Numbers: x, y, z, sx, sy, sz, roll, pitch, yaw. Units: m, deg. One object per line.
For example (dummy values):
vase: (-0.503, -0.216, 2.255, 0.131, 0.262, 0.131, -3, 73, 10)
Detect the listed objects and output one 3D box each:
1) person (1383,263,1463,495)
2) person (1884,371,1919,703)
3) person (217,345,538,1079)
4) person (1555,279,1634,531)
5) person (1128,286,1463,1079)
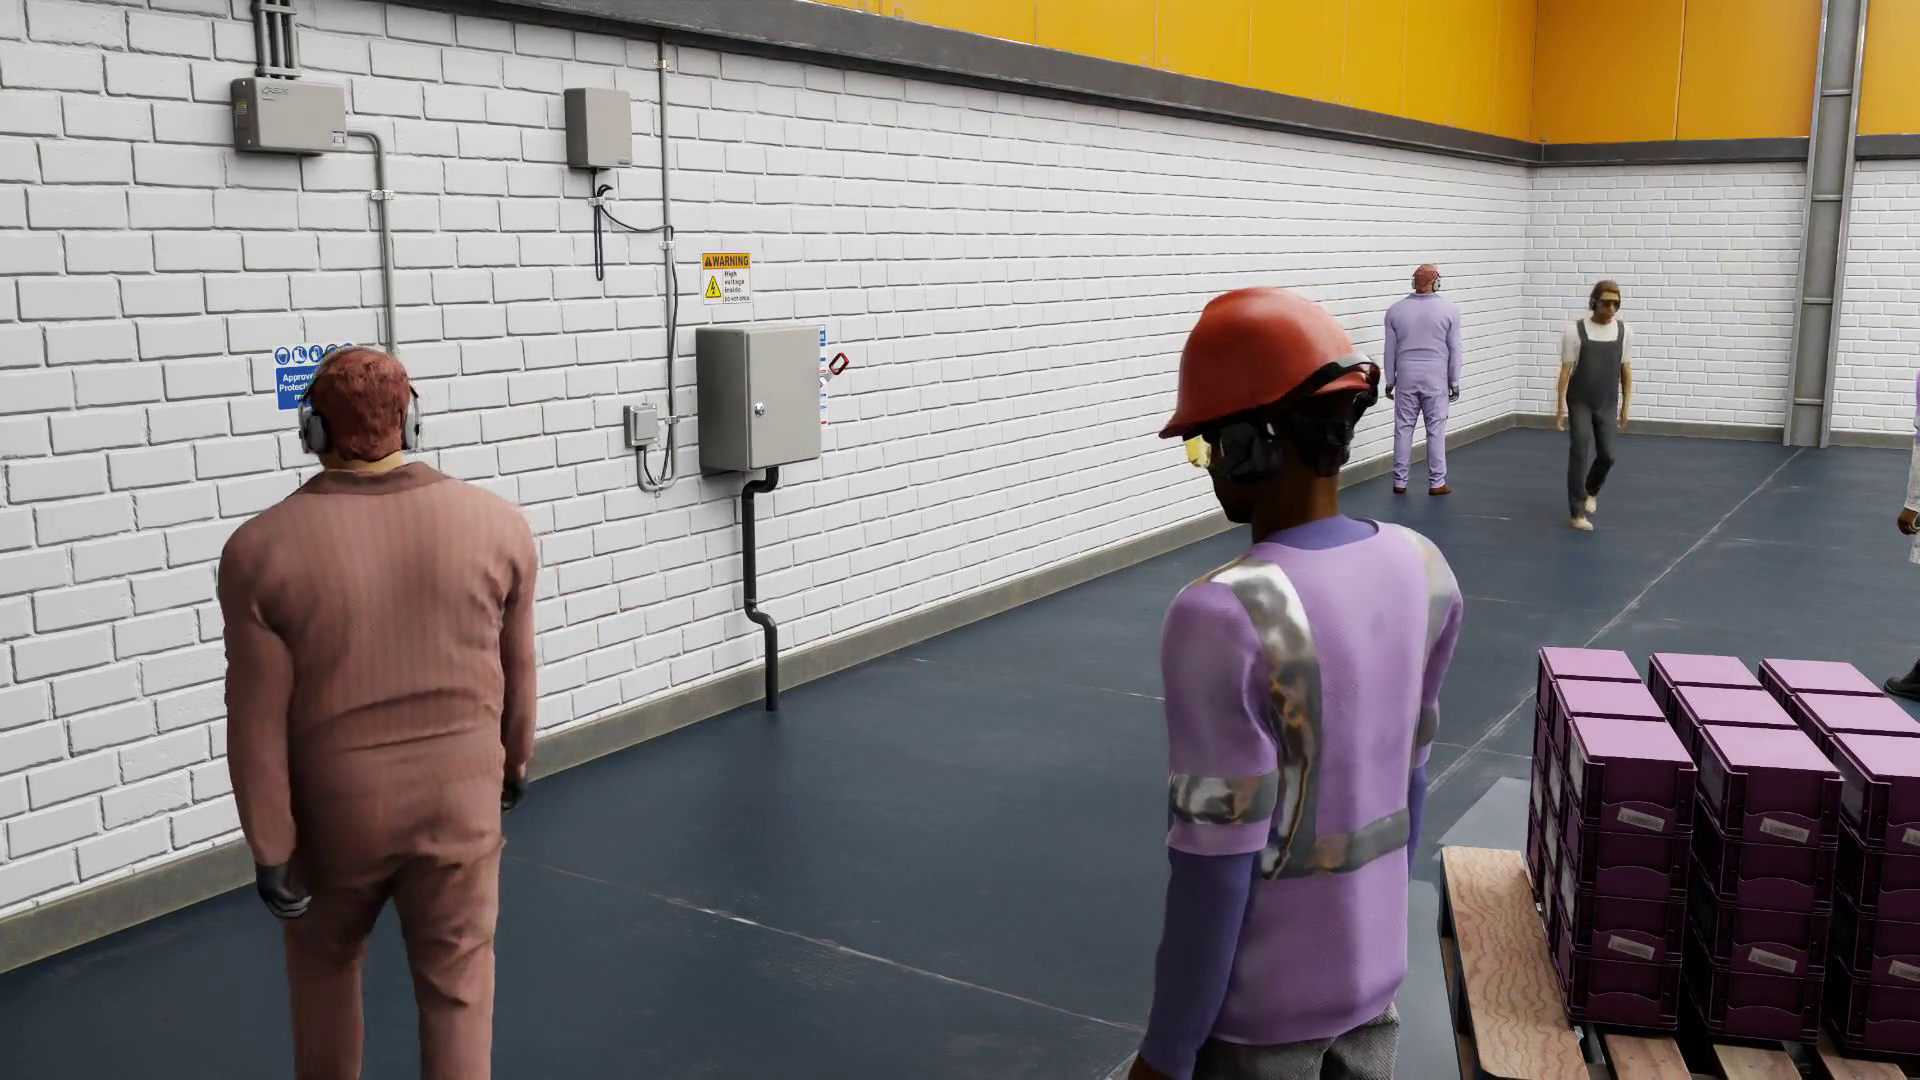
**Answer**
person: (3.830, -1.322, 13.763, 0.639, 1.911, 0.406, 5, 11, 27)
person: (4.524, -0.214, 7.529, 0.545, 1.942, 0.354, -1, 10, -6)
person: (-1.244, 0.524, 3.603, 0.653, 1.886, 0.709, -6, 12, -29)
person: (4.609, -0.992, 12.163, 0.542, 1.825, 0.527, 1, 10, 5)
person: (0.464, 0.645, 2.513, 0.605, 2.034, 0.391, -10, 14, -43)
